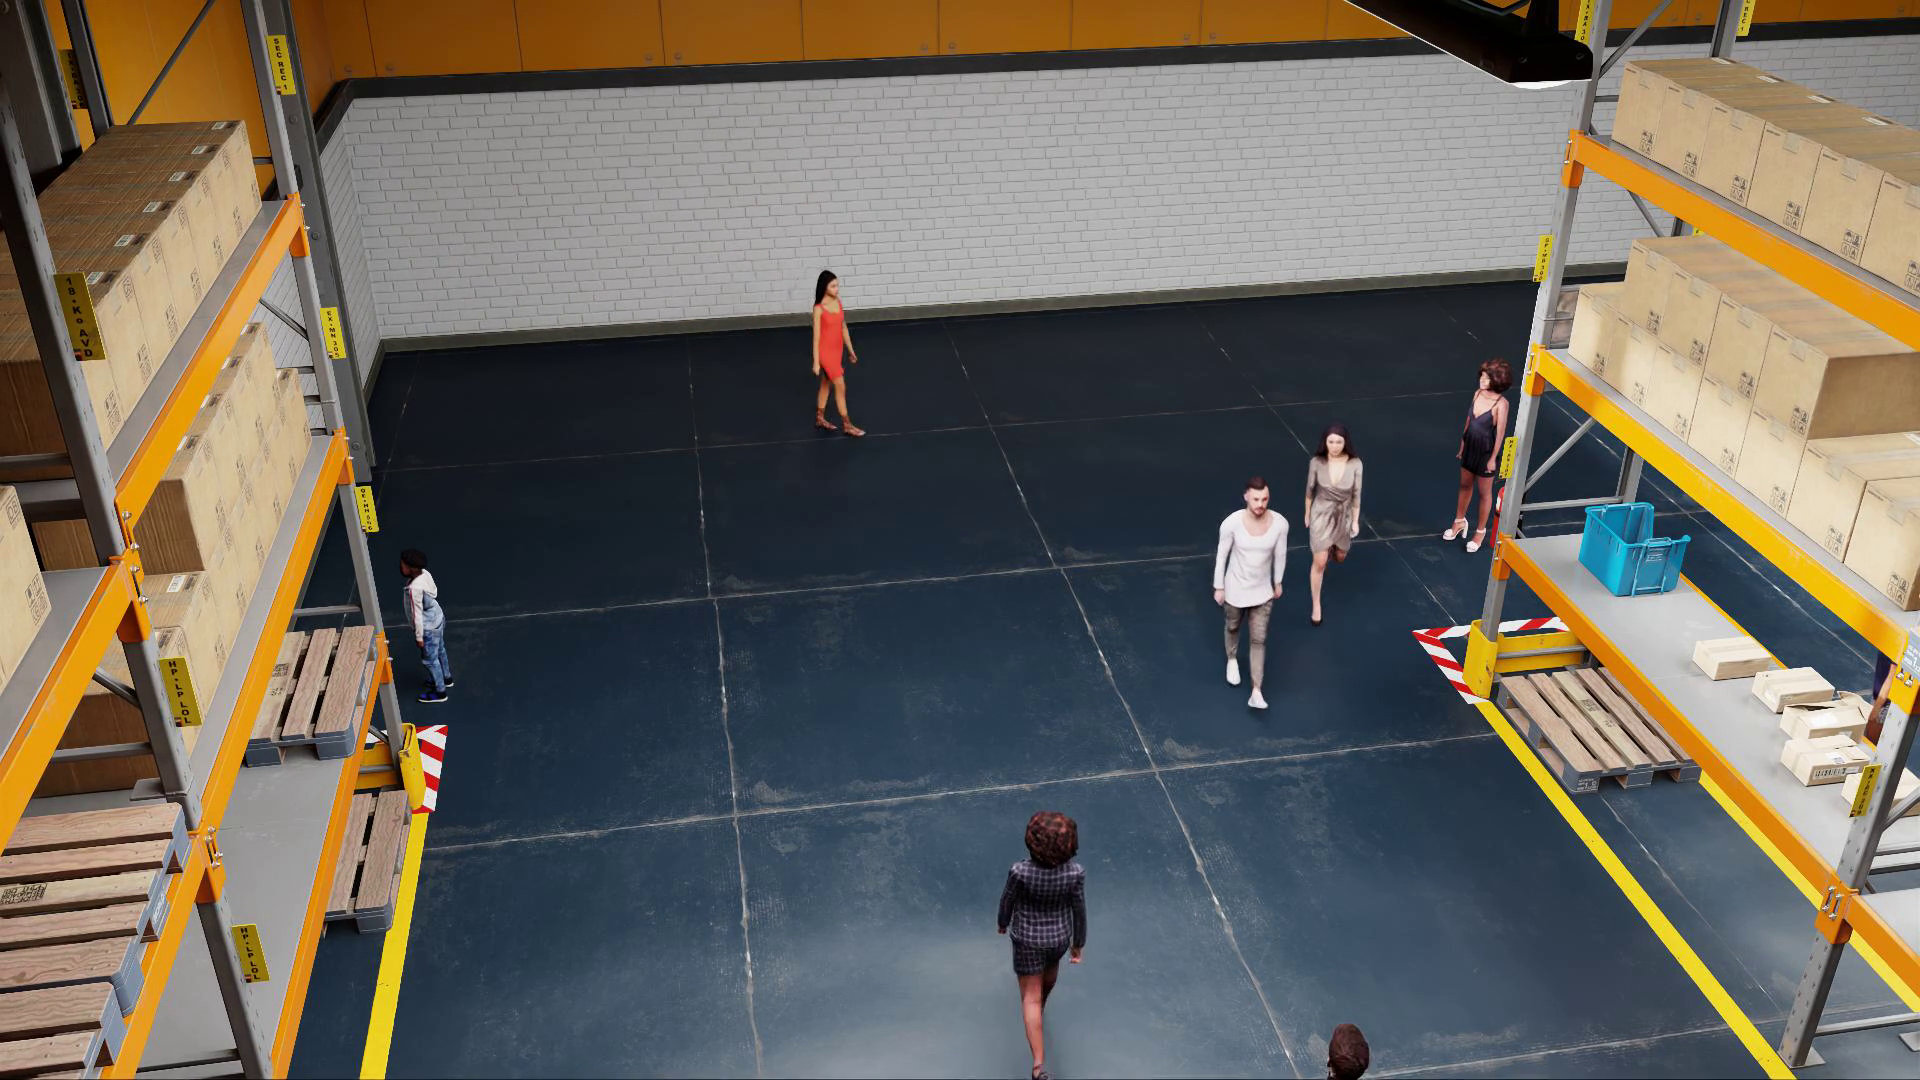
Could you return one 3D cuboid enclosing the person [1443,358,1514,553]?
[{"bbox_3d":[4.534,-0.750,14.474,0.695,1.789,0.580,-16,32,-26],"label":"person"}]

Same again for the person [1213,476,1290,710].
[{"bbox_3d":[2.152,0.310,12.507,0.839,1.811,1.097,1,29,2],"label":"person"}]

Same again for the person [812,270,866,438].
[{"bbox_3d":[-1.374,-1.872,16.625,0.940,1.699,0.918,13,31,22],"label":"person"}]

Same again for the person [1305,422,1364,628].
[{"bbox_3d":[3.017,-0.176,13.498,0.803,1.715,1.107,4,29,8],"label":"person"}]

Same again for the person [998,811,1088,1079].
[{"bbox_3d":[0.453,2.261,9.087,0.642,1.661,1.045,-4,29,-7],"label":"person"}]

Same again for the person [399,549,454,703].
[{"bbox_3d":[-4.011,0.620,12.515,0.556,1.258,0.449,-1,29,-2],"label":"person"}]
